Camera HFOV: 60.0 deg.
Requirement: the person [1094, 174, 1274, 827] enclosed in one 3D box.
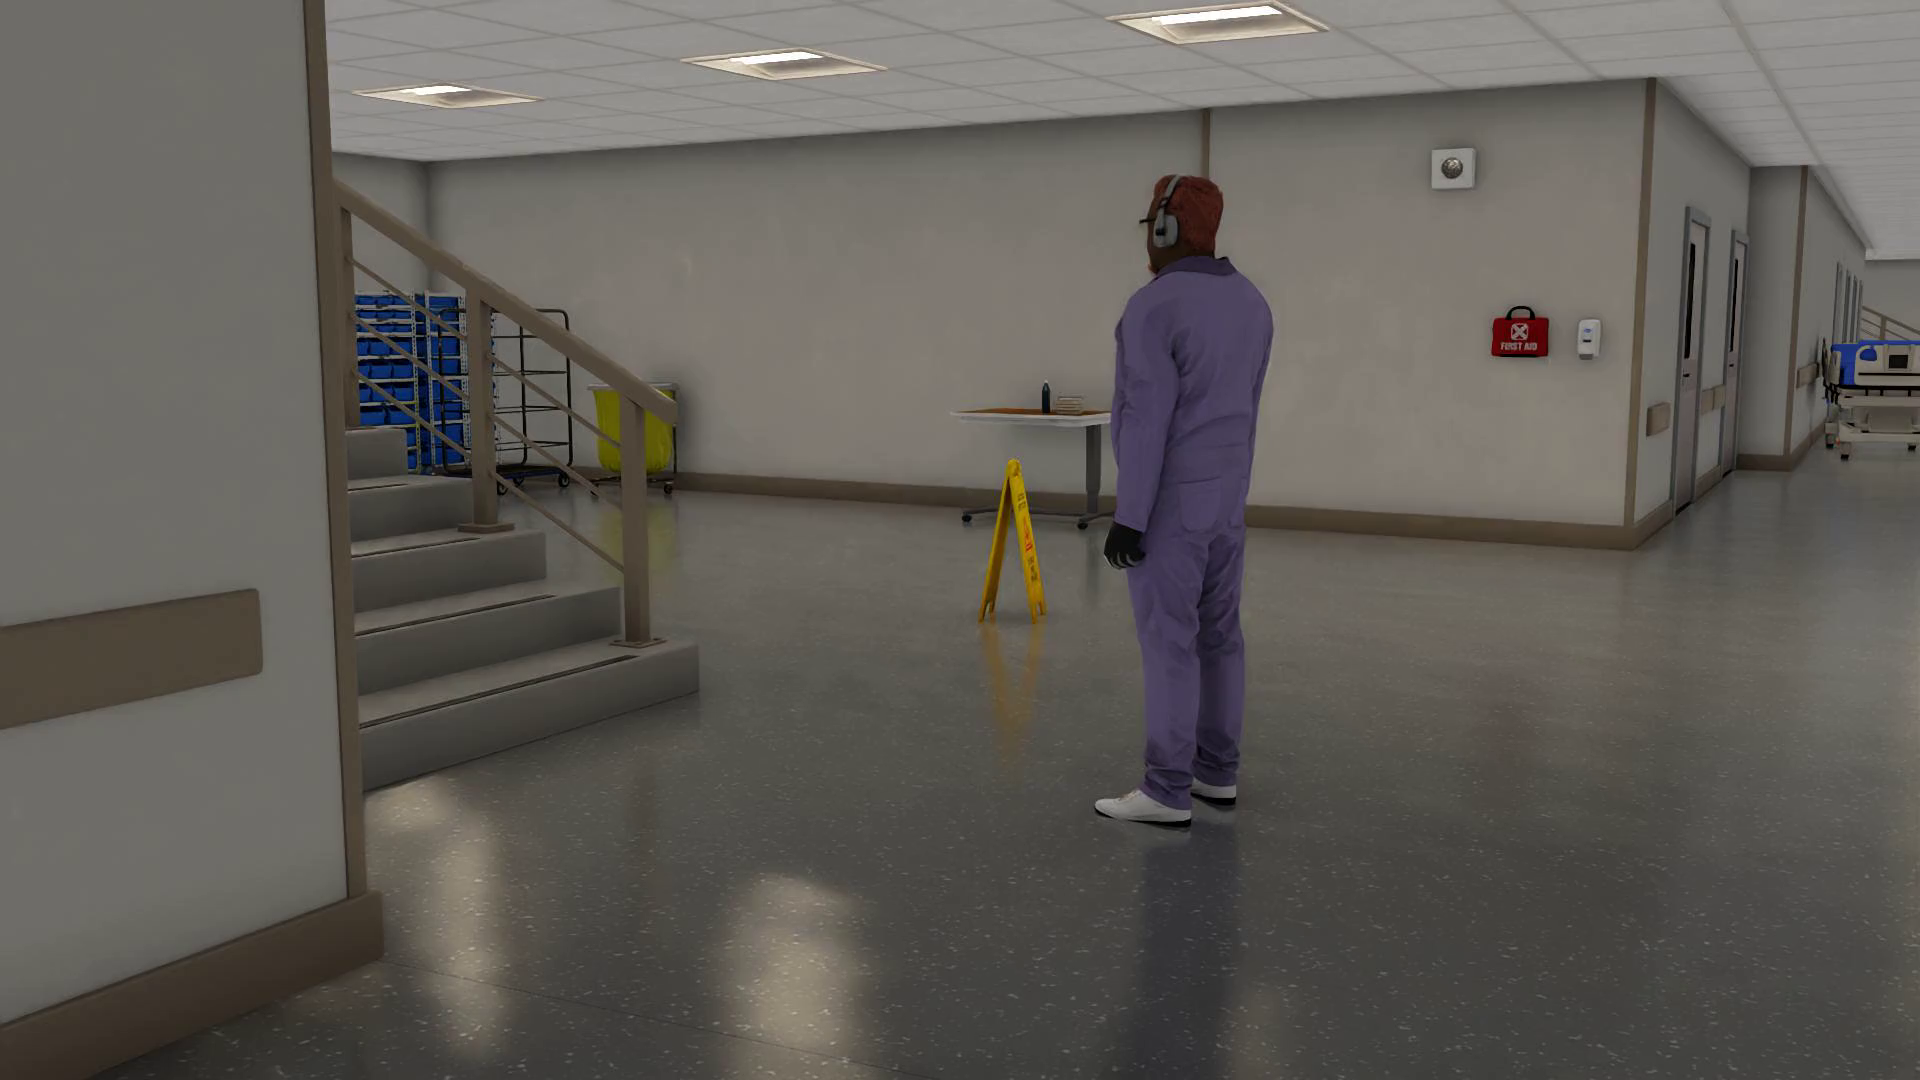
[{"bbox_3d":[0.644,-0.114,4.941,0.410,1.909,0.642,6,10,40],"label":"person"}]
